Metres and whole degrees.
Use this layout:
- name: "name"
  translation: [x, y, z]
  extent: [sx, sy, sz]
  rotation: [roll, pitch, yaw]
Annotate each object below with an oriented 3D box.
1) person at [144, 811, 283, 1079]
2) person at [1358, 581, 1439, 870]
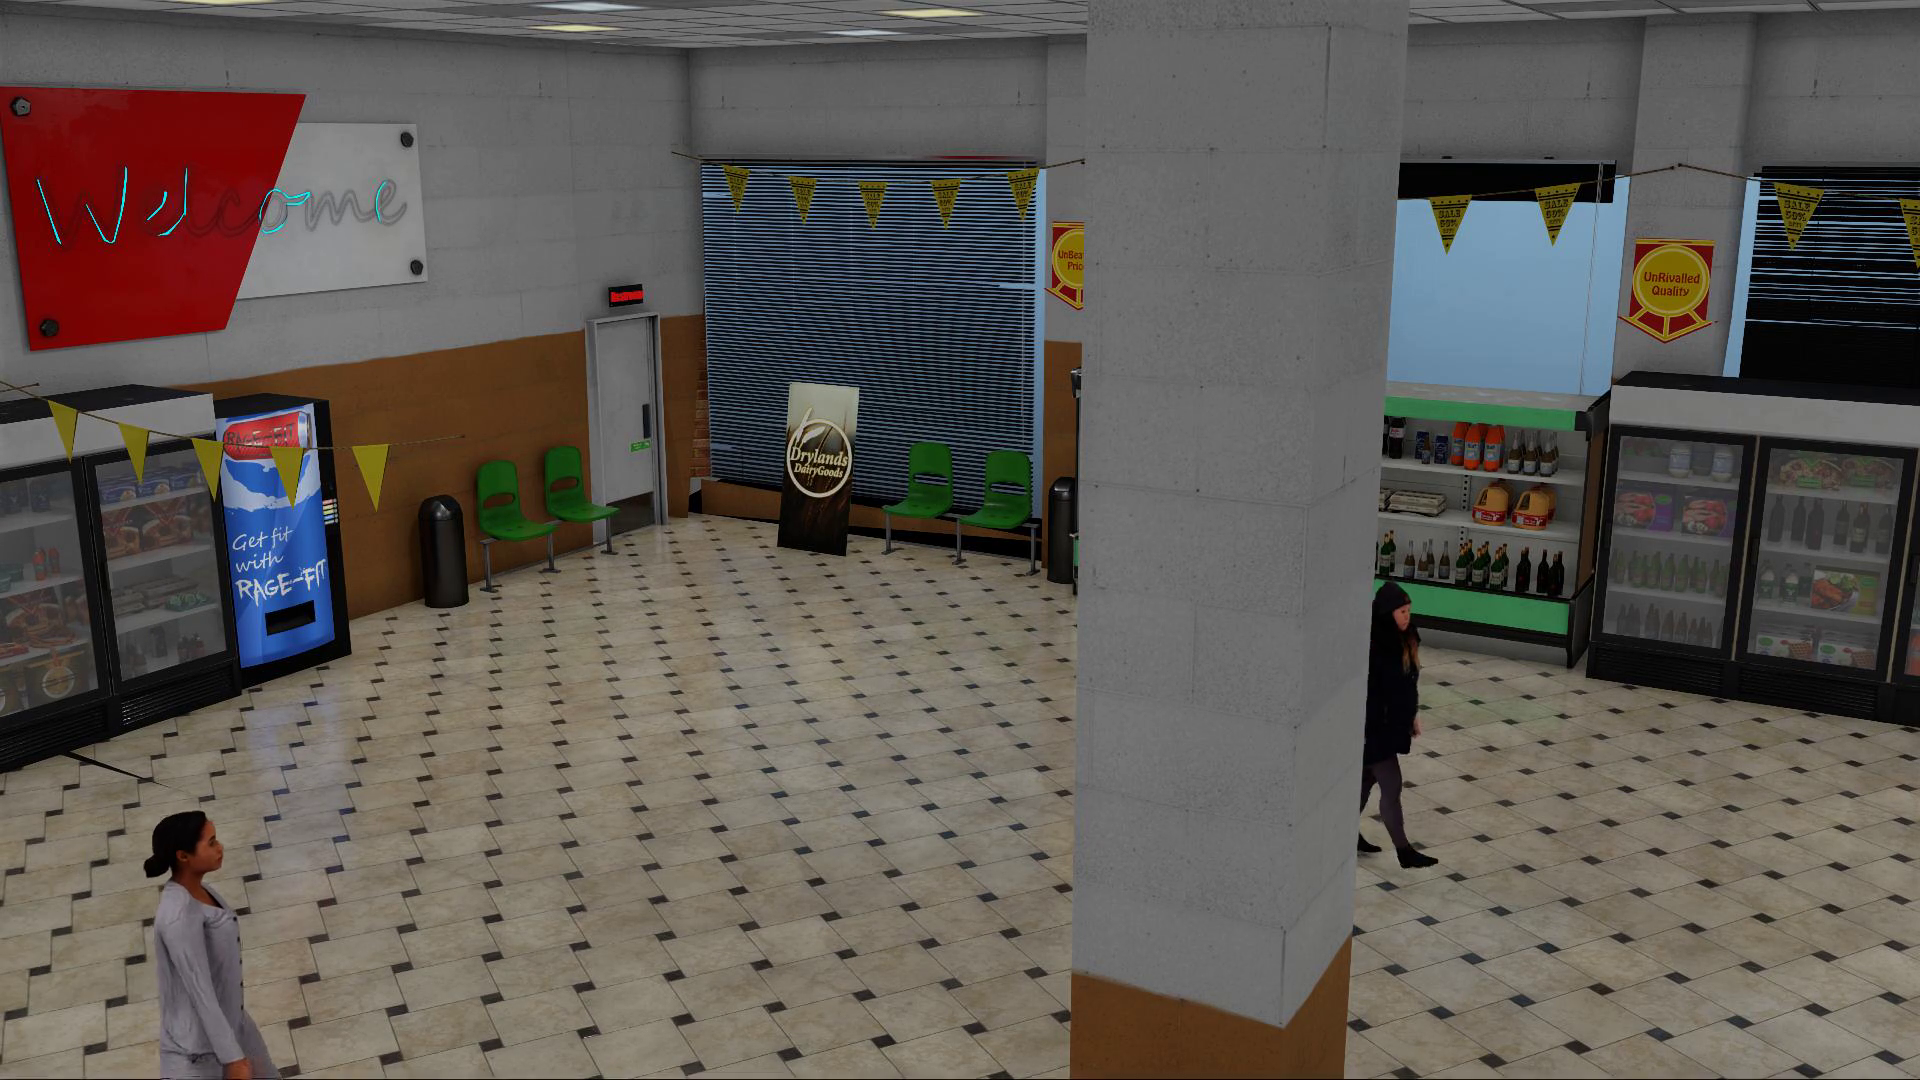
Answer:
- name: "person"
  translation: [-2.879, 1.856, 6.133]
  extent: [1.198, 1.703, 1.113]
  rotation: [-3, 14, -12]
- name: "person"
  translation: [2.345, 1.043, 9.587]
  extent: [0.933, 1.655, 0.757]
  rotation: [11, 17, 38]
